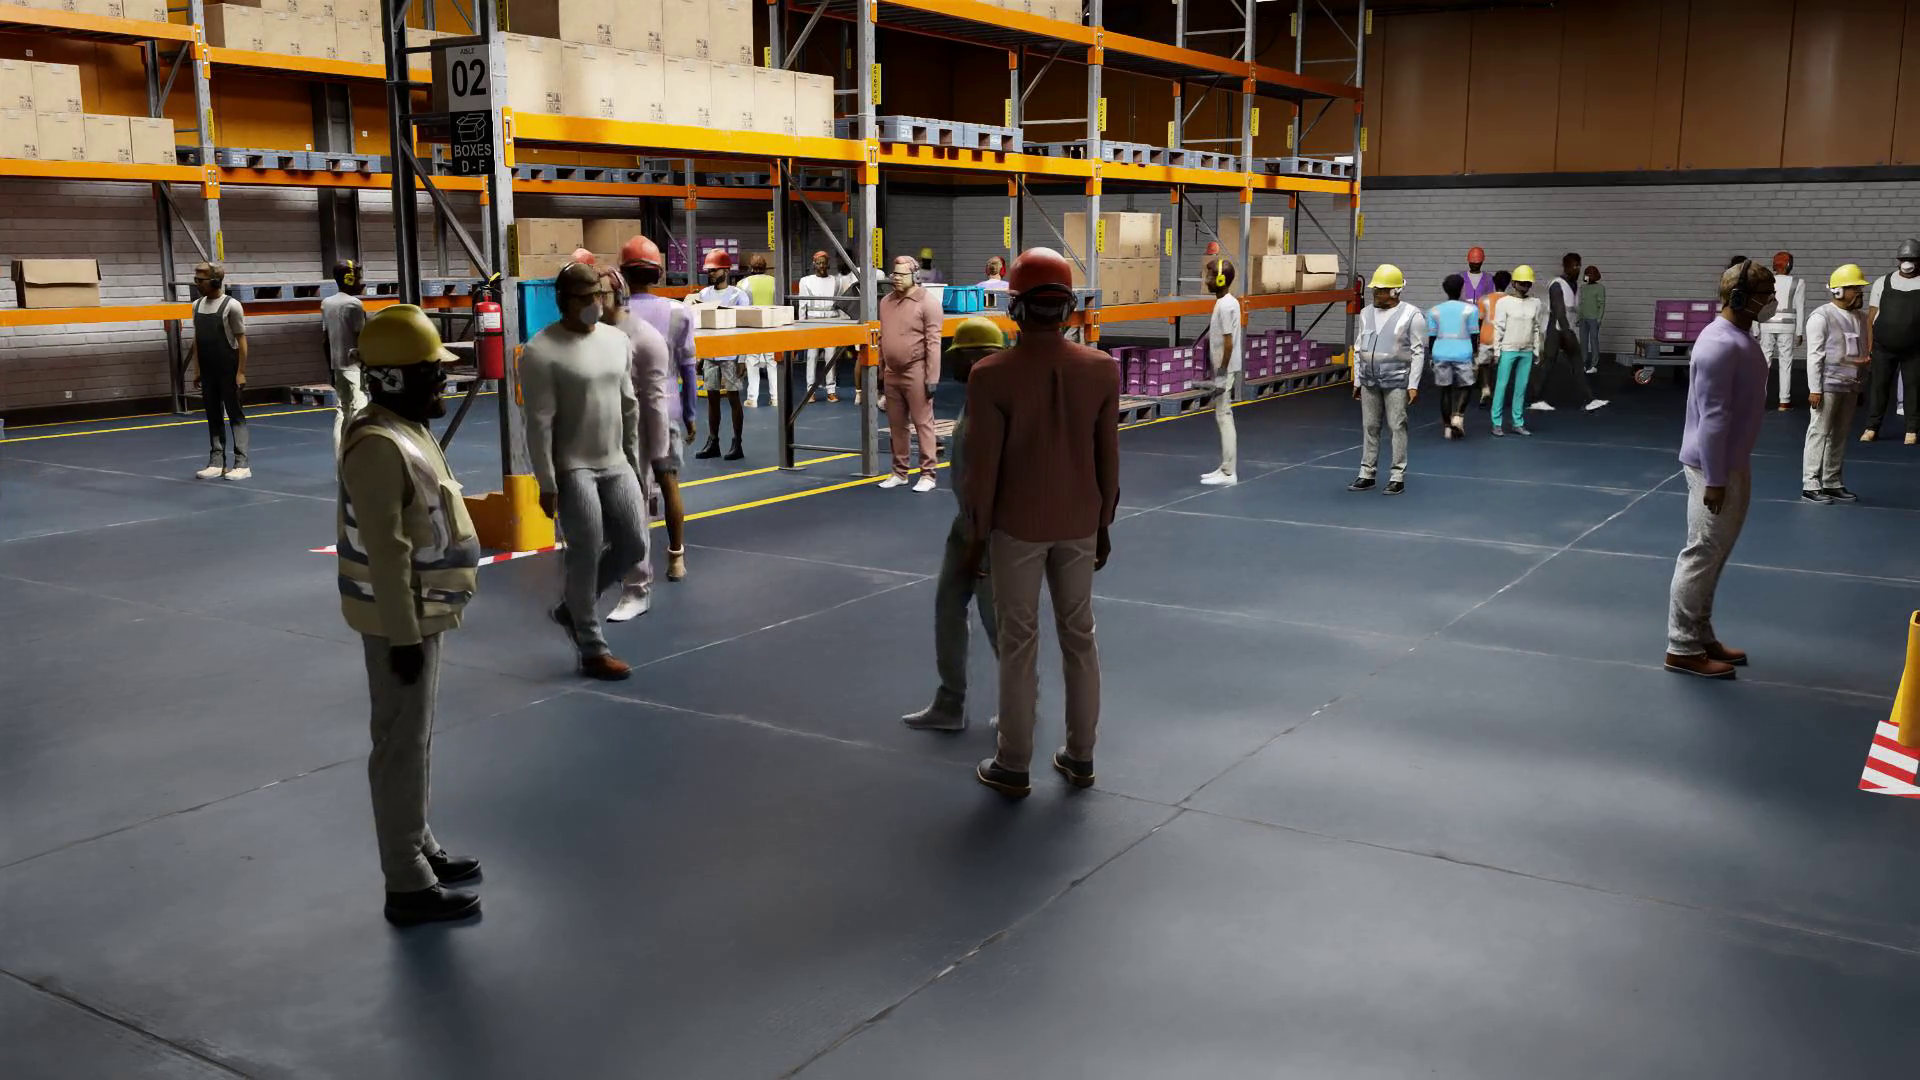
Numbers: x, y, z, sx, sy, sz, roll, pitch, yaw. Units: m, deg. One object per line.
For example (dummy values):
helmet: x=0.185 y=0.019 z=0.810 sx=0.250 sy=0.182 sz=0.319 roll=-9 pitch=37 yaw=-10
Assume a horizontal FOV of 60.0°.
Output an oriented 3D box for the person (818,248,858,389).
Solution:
person: x=-1.534 y=-3.053 z=22.880 sx=0.984 sy=1.931 sz=0.603 roll=-7 pitch=12 yaw=-33

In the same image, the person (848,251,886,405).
person: x=-1.093 y=-2.660 z=20.351 sx=0.614 sy=2.046 sz=0.366 roll=9 pitch=14 yaw=41

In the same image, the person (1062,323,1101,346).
person: x=1.737 y=-3.061 z=23.727 sx=0.546 sy=1.619 sz=0.462 roll=3 pitch=11 yaw=17

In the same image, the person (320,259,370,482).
person: x=-5.080 y=-1.401 z=13.886 sx=0.519 sy=1.865 sz=0.327 roll=6 pitch=12 yaw=30

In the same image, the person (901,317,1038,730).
person: x=0.086 y=-0.051 z=6.845 sx=0.593 sy=1.708 sz=0.561 roll=-4 pitch=11 yaw=-20

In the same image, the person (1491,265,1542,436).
person: x=5.761 y=-1.946 z=17.182 sx=0.533 sy=1.765 sz=0.330 roll=-2 pitch=11 yaw=-13

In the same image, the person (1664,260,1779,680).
person: x=3.541 y=-0.323 z=7.732 sx=0.361 sy=1.932 sz=0.628 roll=7 pitch=12 yaw=34

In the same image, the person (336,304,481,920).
person: x=-1.651 y=0.213 z=5.024 sx=0.404 sy=1.835 sz=0.587 roll=-2 pitch=10 yaw=-12

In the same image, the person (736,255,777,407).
person: x=-2.440 y=-2.534 z=20.222 sx=0.621 sy=1.845 sz=0.429 roll=-5 pitch=11 yaw=-25

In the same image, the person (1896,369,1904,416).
person: x=11.103 y=-2.367 z=19.138 sx=0.643 sy=1.902 sz=0.400 roll=-7 pitch=12 yaw=-32

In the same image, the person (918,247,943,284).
person: x=-0.575 y=-3.996 z=28.147 sx=0.580 sy=1.906 sz=0.814 roll=0 pitch=10 yaw=1

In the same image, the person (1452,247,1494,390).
person: x=6.943 y=-2.995 z=22.544 sx=0.542 sy=1.927 sz=0.374 roll=2 pitch=10 yaw=10

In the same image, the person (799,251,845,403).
person: x=-1.719 y=-2.651 z=20.752 sx=0.584 sy=1.882 sz=0.339 roll=-3 pitch=11 yaw=-15

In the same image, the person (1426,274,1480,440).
person: x=4.978 y=-1.841 z=16.816 sx=0.550 sy=1.679 sz=0.358 roll=6 pitch=12 yaw=31

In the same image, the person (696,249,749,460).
person: x=-2.205 y=-1.701 z=15.342 sx=0.543 sy=1.939 sz=0.360 roll=5 pitch=11 yaw=24

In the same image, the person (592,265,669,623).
person: x=-1.819 y=-0.523 z=8.931 sx=0.658 sy=1.893 sz=0.561 roll=4 pitch=11 yaw=21

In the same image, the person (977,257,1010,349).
person: x=0.385 y=-2.300 z=18.955 sx=0.565 sy=1.837 sz=0.388 roll=7 pitch=12 yaw=33

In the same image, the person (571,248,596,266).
person: x=-3.608 y=-1.833 z=16.069 sx=0.543 sy=1.940 sz=0.361 roll=1 pitch=10 yaw=7

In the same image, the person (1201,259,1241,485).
person: x=2.175 y=-1.385 z=13.803 sx=0.310 sy=1.861 sz=0.532 roll=2 pitch=10 yaw=11

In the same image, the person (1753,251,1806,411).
person: x=9.744 y=-2.482 z=19.812 sx=0.572 sy=1.886 sz=0.353 roll=8 pitch=13 yaw=37

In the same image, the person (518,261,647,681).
person: x=-1.743 y=-0.315 z=7.688 sx=0.493 sy=1.928 sz=0.655 roll=7 pitch=13 yaw=35

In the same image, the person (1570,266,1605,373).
person: x=9.611 y=-3.366 z=25.410 sx=0.271 sy=1.632 sz=0.508 roll=-5 pitch=11 yaw=-24

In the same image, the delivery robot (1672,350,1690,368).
delivery robot: x=10.736 y=-2.650 z=24.169 sx=0.707 sy=0.478 sz=0.477 roll=8 pitch=13 yaw=38

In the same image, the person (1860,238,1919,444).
person: x=9.380 y=-1.973 z=16.560 sx=0.682 sy=2.000 sz=0.537 roll=7 pitch=13 yaw=35

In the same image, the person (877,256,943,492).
person: x=-0.438 y=-1.336 z=13.443 sx=0.646 sy=1.900 sz=0.395 roll=9 pitch=13 yaw=40

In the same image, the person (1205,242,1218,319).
person: x=4.007 y=-3.664 z=26.066 sx=0.392 sy=1.991 sz=0.612 roll=1 pitch=10 yaw=7

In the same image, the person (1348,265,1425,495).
person: x=3.386 y=-1.271 z=13.260 sx=0.403 sy=1.827 sz=0.599 roll=-10 pitch=14 yaw=-43

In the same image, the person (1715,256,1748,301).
person: x=11.257 y=-3.230 z=24.240 sx=0.897 sy=1.797 sz=0.654 roll=9 pitch=13 yaw=39

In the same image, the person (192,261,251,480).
person: x=-6.265 y=-1.423 z=14.061 sx=0.520 sy=1.842 sz=0.330 roll=3 pitch=11 yaw=18

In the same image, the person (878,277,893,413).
person: x=-0.824 y=-2.287 z=19.540 sx=0.525 sy=1.581 sz=0.870 roll=8 pitch=13 yaw=36

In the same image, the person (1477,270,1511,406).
person: x=6.420 y=-2.385 z=19.873 sx=0.546 sy=1.664 sz=0.418 roll=2 pitch=10 yaw=11

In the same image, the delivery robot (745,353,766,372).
delivery robot: x=-3.014 y=-2.653 z=24.189 sx=0.707 sy=0.478 sz=0.477 roll=-4 pitch=11 yaw=-24

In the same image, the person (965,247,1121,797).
person: x=0.296 y=-0.057 z=6.074 sx=0.611 sy=1.995 sz=0.375 roll=-4 pitch=11 yaw=-23

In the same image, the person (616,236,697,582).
person: x=-1.856 y=-0.754 z=9.799 sx=0.615 sy=2.043 sz=0.373 roll=-4 pitch=11 yaw=-21

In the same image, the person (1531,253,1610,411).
person: x=7.215 y=-2.433 z=19.620 sx=0.579 sy=1.863 sz=0.963 roll=-9 pitch=13 yaw=-40

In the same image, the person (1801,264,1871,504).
person: x=6.772 y=-1.196 z=12.825 sx=0.593 sy=1.837 sz=0.404 roll=-5 pitch=11 yaw=-27

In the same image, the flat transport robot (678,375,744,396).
flat transport robot: x=-3.620 y=-2.045 z=21.868 sx=1.431 sy=0.197 sz=0.652 roll=5 pitch=11 yaw=27
